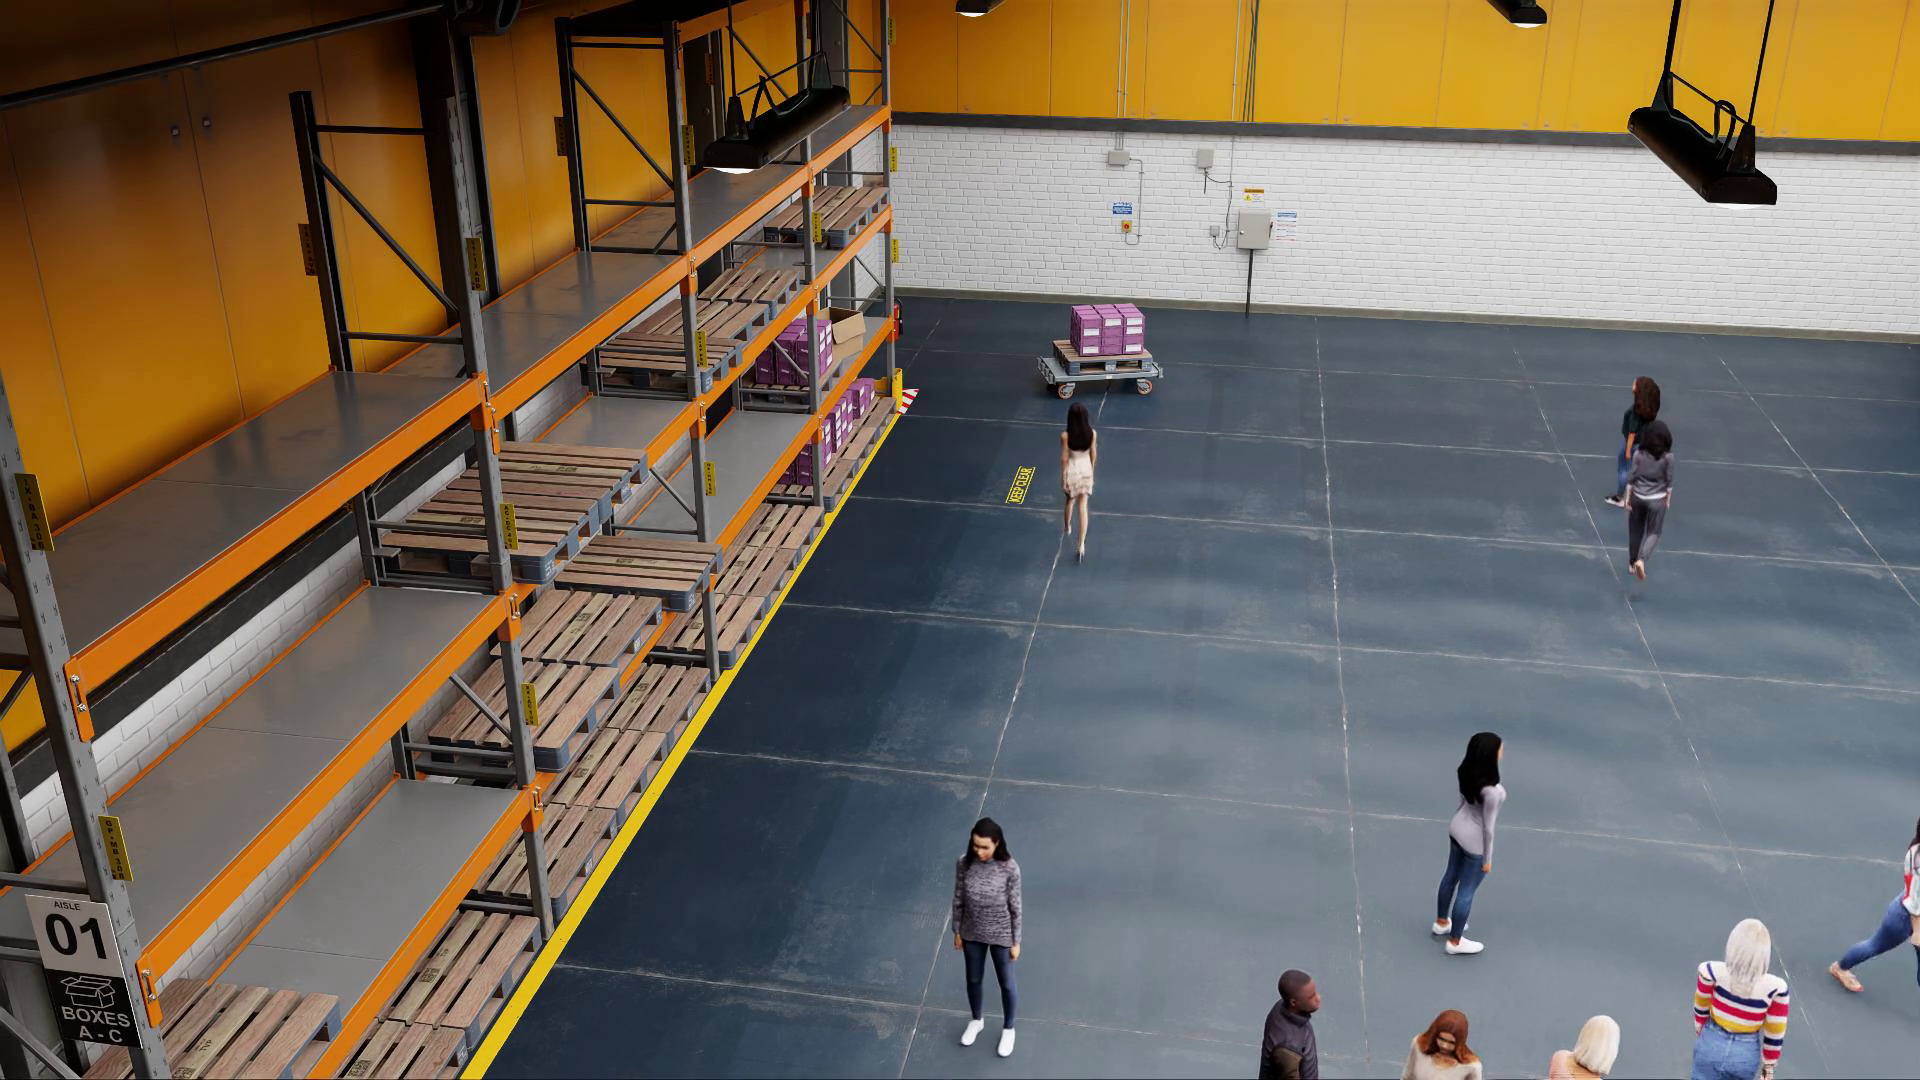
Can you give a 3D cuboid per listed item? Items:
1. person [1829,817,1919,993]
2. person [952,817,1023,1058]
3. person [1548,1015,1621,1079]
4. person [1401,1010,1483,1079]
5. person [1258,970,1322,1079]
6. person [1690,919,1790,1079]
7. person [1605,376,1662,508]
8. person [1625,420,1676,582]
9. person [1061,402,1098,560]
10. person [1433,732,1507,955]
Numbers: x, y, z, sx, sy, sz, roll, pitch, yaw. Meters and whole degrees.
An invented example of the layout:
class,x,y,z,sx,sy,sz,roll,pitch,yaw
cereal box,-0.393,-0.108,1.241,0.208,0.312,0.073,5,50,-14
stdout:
class,x,y,z,sx,sy,sz,roll,pitch,yaw
person,6.295,2.475,11.148,1.092,1.570,1.117,-18,29,-35
person,0.193,2.537,10.806,0.640,1.732,0.574,7,25,16
person,3.233,3.327,9.029,0.842,1.706,0.784,-9,25,-19
person,2.705,3.224,9.327,0.960,1.656,1.235,16,28,33
person,1.812,3.155,9.260,0.754,1.836,0.493,5,24,10
person,4.420,3.031,9.605,0.778,1.788,0.906,11,26,23
person,7.899,-1.103,19.286,0.895,1.608,0.944,-17,29,-34
person,7.213,-0.374,17.449,0.794,1.743,1.004,13,27,27
person,1.302,-0.609,18.062,0.797,1.683,1.125,-3,24,-7
person,3.590,2.122,11.751,0.726,1.735,0.592,-5,24,-12
